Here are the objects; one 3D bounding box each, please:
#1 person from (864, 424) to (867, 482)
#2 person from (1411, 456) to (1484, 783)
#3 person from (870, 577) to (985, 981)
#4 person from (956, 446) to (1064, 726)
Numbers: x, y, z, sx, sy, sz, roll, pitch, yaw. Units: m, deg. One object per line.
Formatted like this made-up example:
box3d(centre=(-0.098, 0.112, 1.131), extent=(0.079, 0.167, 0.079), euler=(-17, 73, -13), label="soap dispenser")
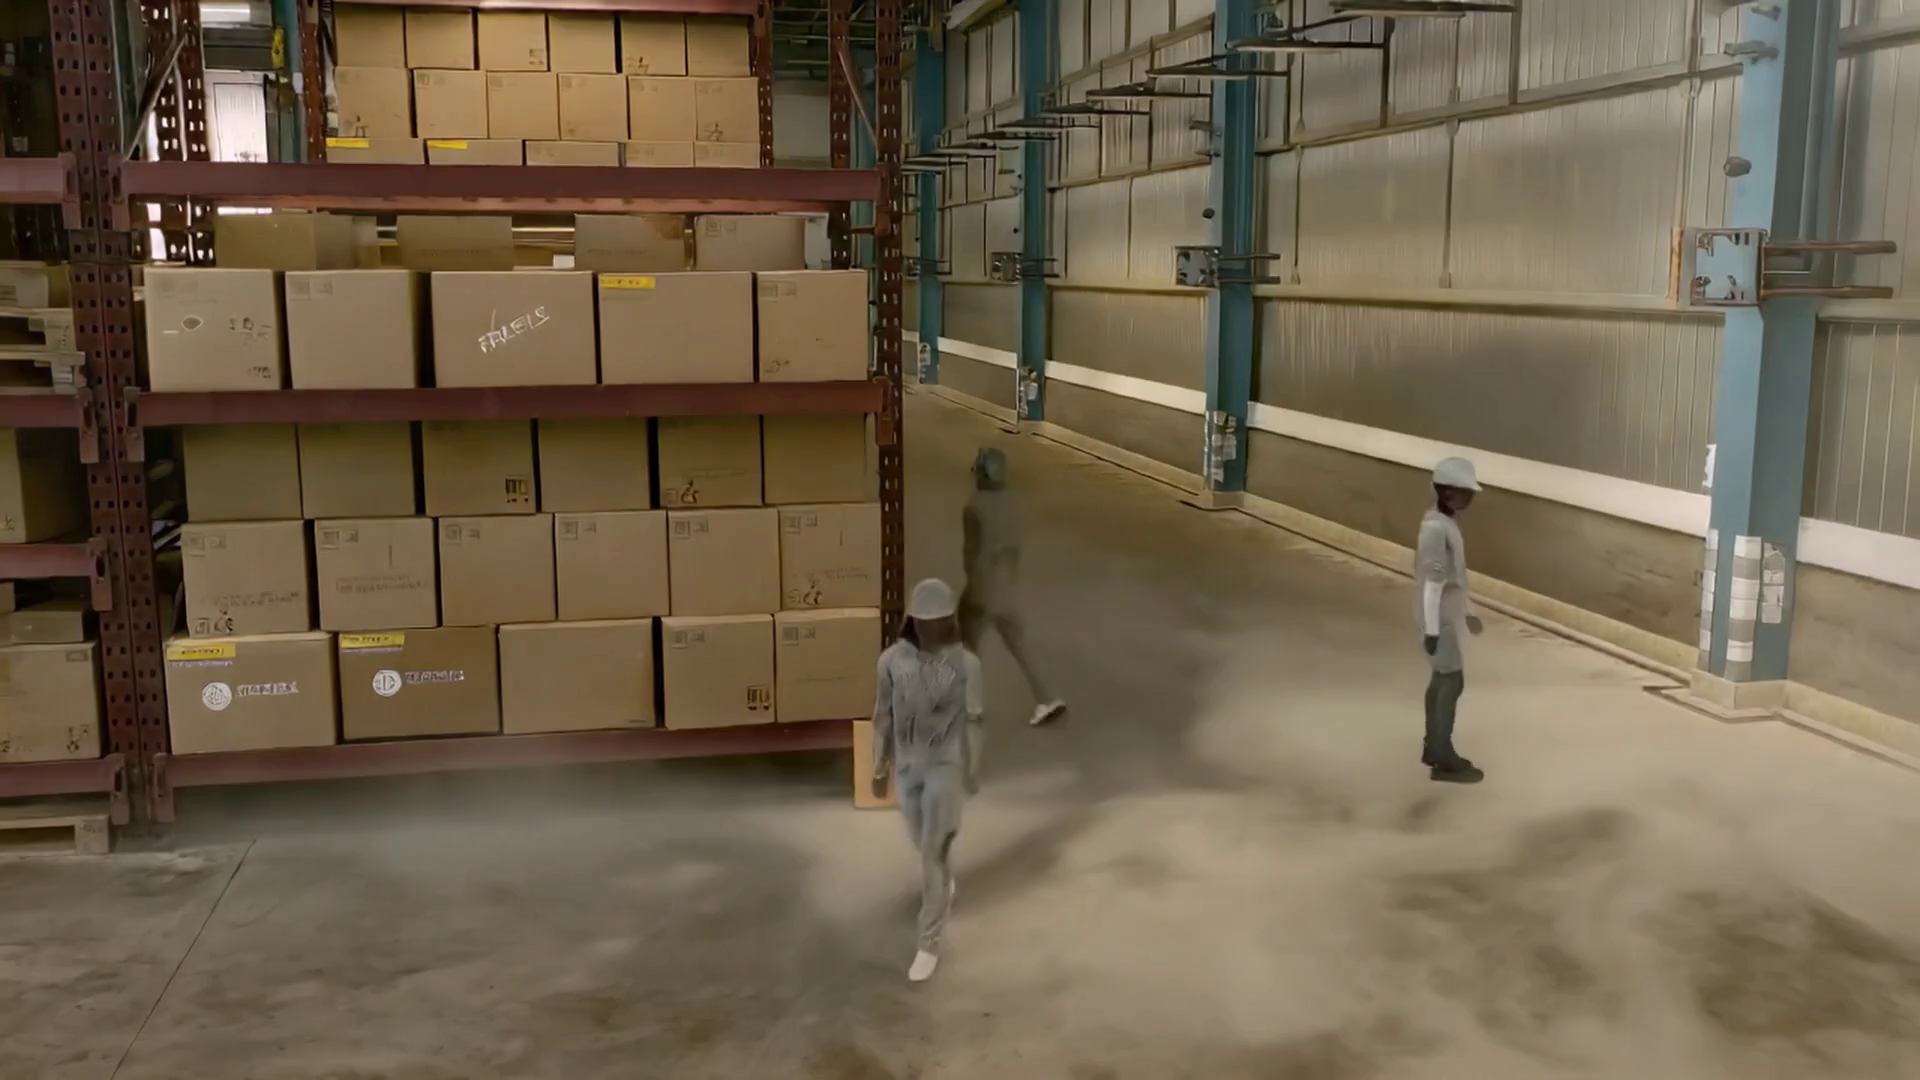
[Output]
box3d(centre=(-1.282, -0.749, 17.610), extent=(0.595, 1.819, 0.639), euler=(0, 9, 2), label="person")
box3d(centre=(2.930, 0.457, 9.935), extent=(0.460, 1.922, 0.552), euler=(3, 10, 17), label="person")
box3d(centre=(-0.117, 0.981, 7.393), extent=(0.484, 1.708, 0.851), euler=(3, 10, 17), label="person")
box3d(centre=(0.273, 0.307, 11.036), extent=(0.966, 1.868, 0.659), euler=(8, 12, 42), label="person")
